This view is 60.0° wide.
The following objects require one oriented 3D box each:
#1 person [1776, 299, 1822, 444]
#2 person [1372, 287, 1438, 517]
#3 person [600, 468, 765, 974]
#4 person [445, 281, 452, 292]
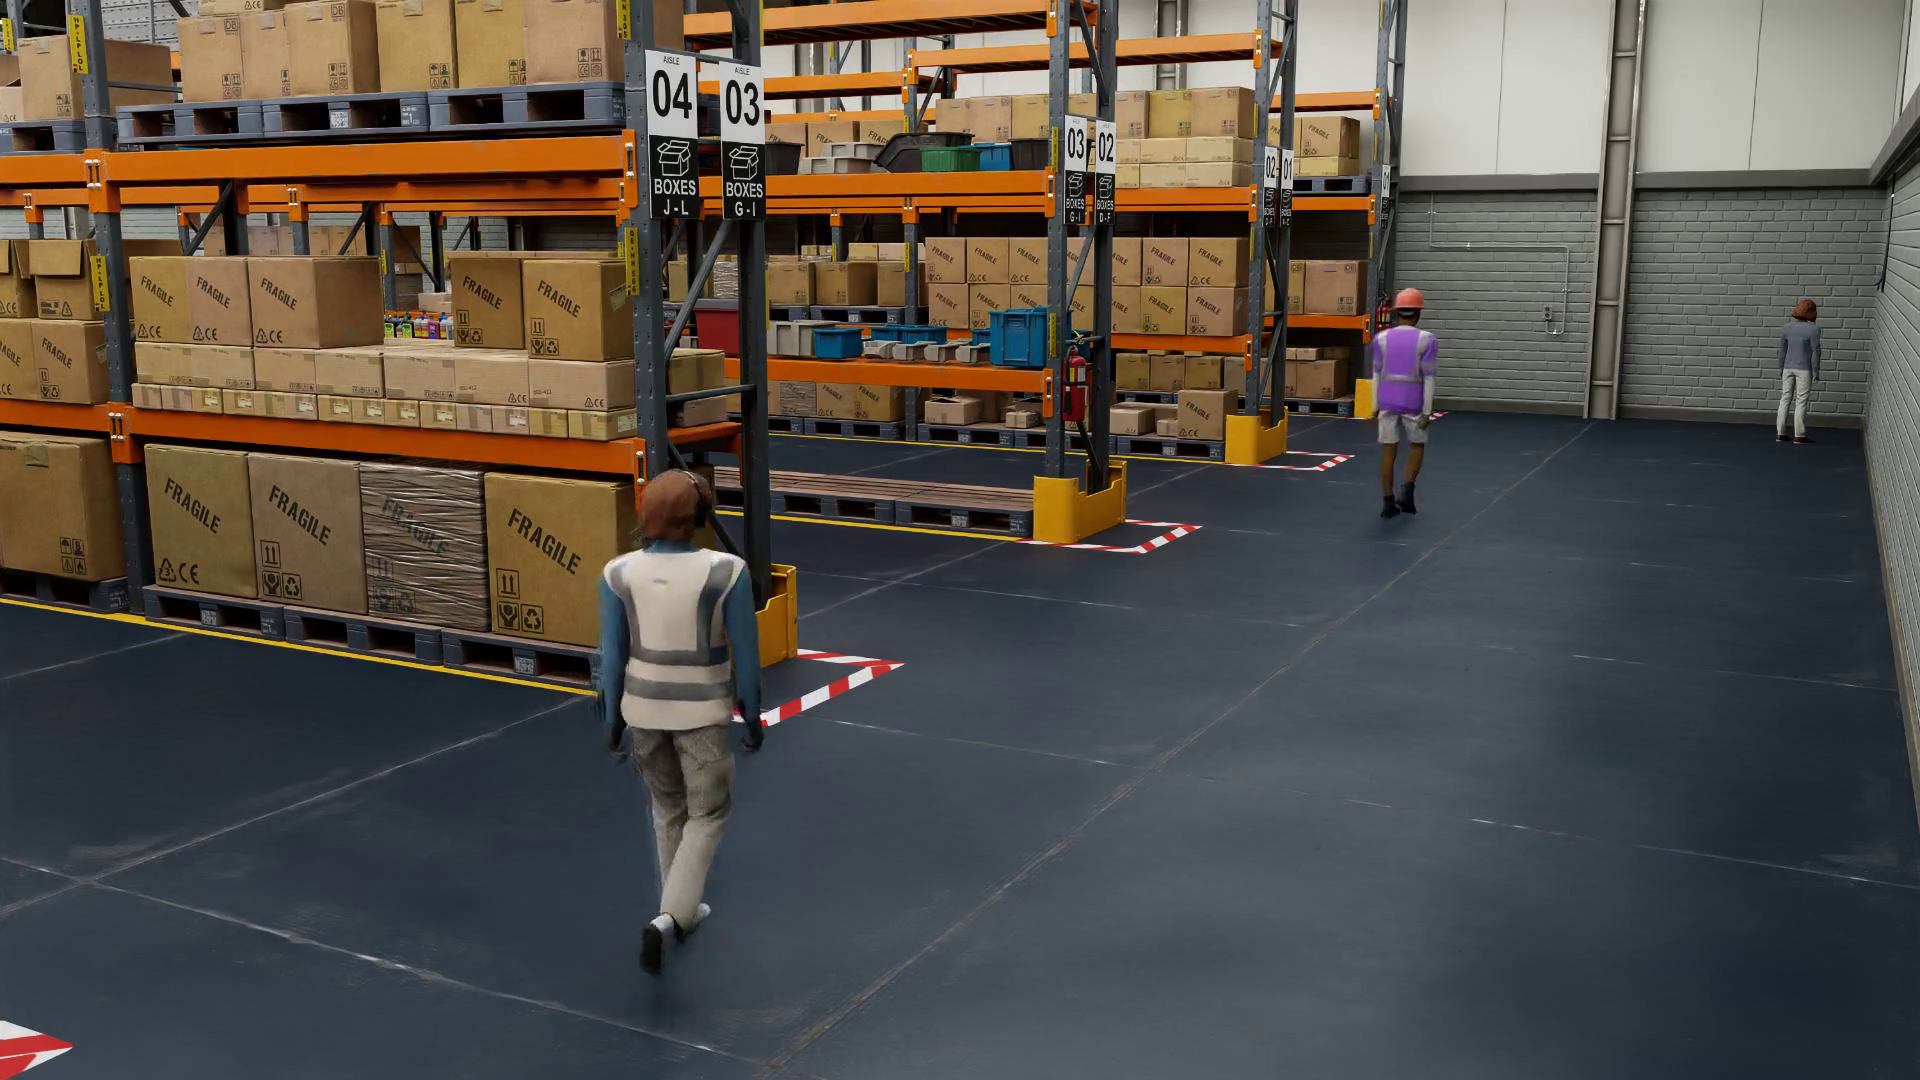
[{"bbox_3d":[9.527,-1.912,18.882,0.268,1.632,0.507,-5,11,-25],"label":"person"},{"bbox_3d":[3.696,-1.135,13.876,0.553,1.922,0.419,6,12,28],"label":"person"},{"bbox_3d":[-0.912,0.587,5.317,0.538,1.611,0.706,2,11,10],"label":"person"},{"bbox_3d":[-8.059,-3.513,26.766,0.436,1.951,0.602,9,13,39],"label":"person"}]
